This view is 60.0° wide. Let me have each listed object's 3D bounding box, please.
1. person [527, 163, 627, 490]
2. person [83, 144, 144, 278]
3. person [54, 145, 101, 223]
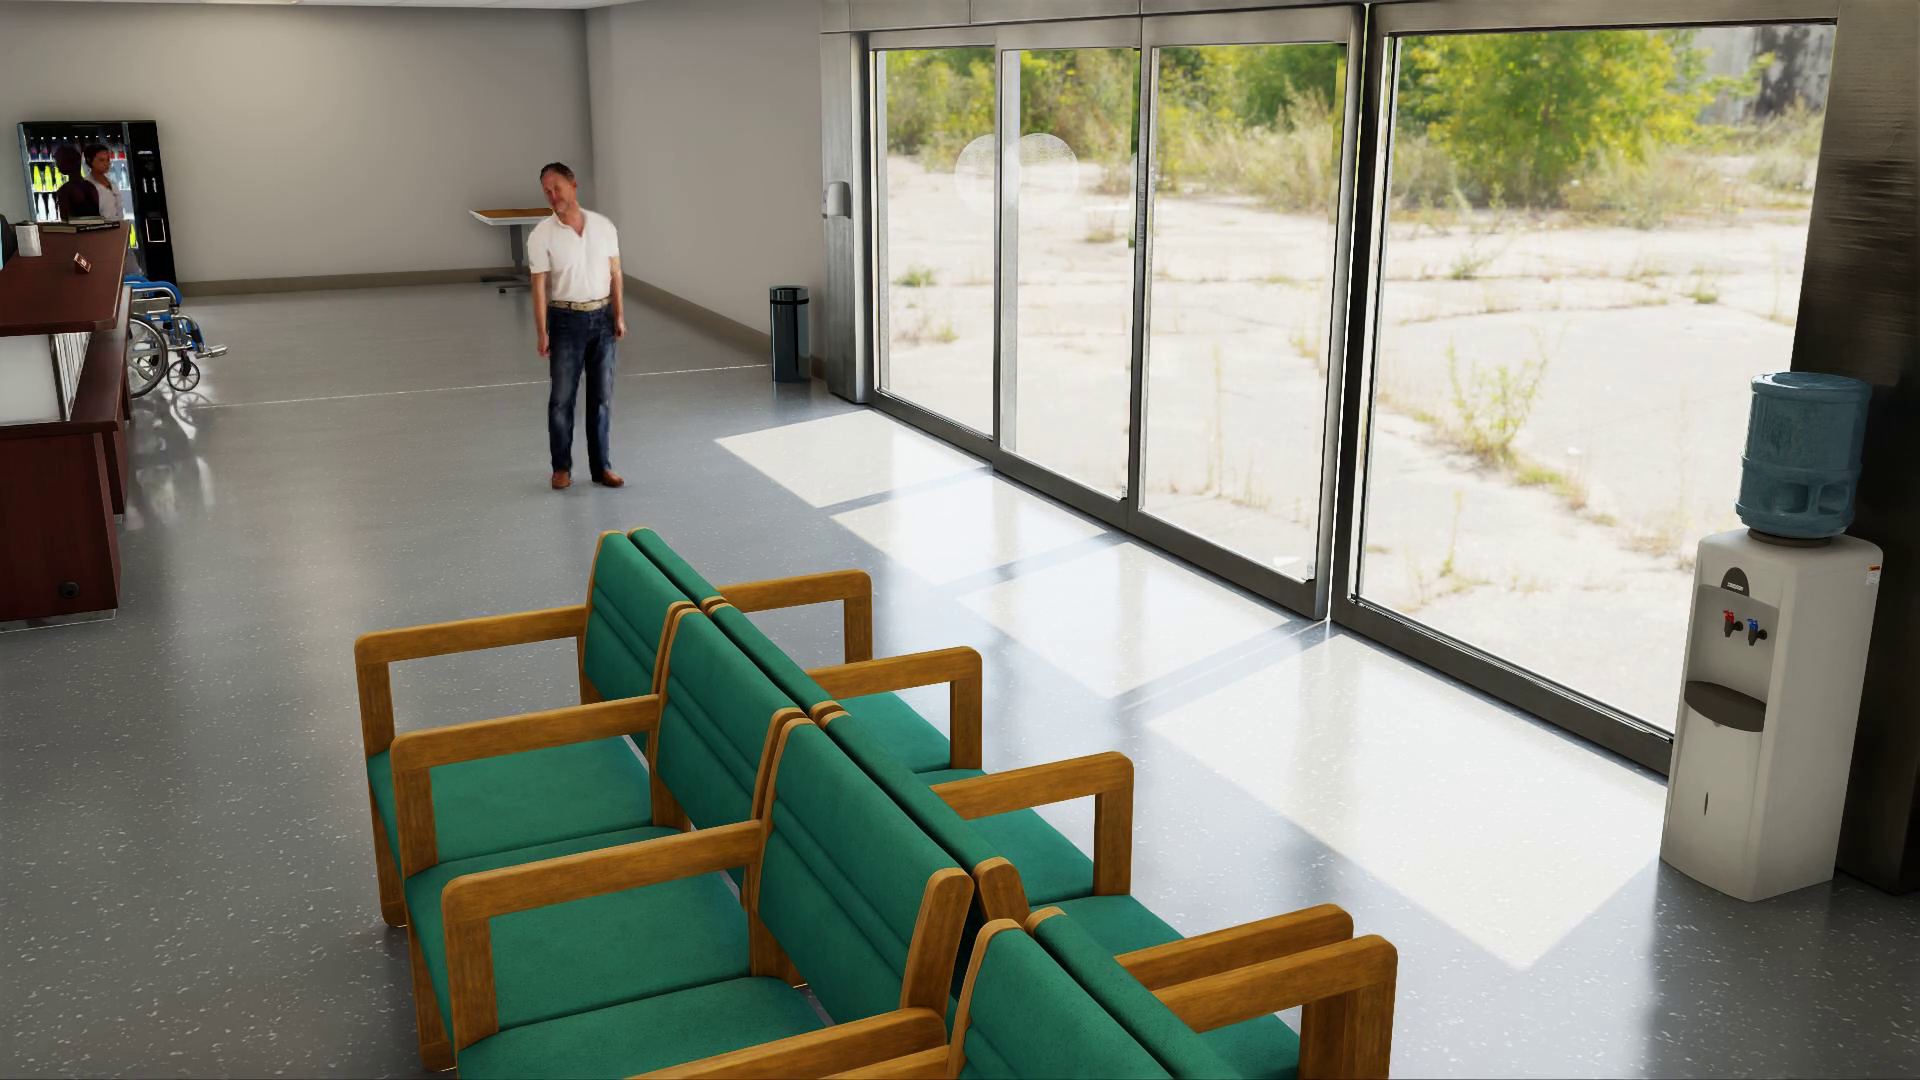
[{"bbox_3d":[-2.138,-1.213,9.445,0.570,1.838,0.740,-13,20,-38],"label":"person"},{"bbox_3d":[-7.386,-2.504,14.240,0.816,1.720,0.764,4,16,13],"label":"person"},{"bbox_3d":[-6.950,-2.277,13.395,0.885,1.741,0.826,5,16,16],"label":"person"}]
